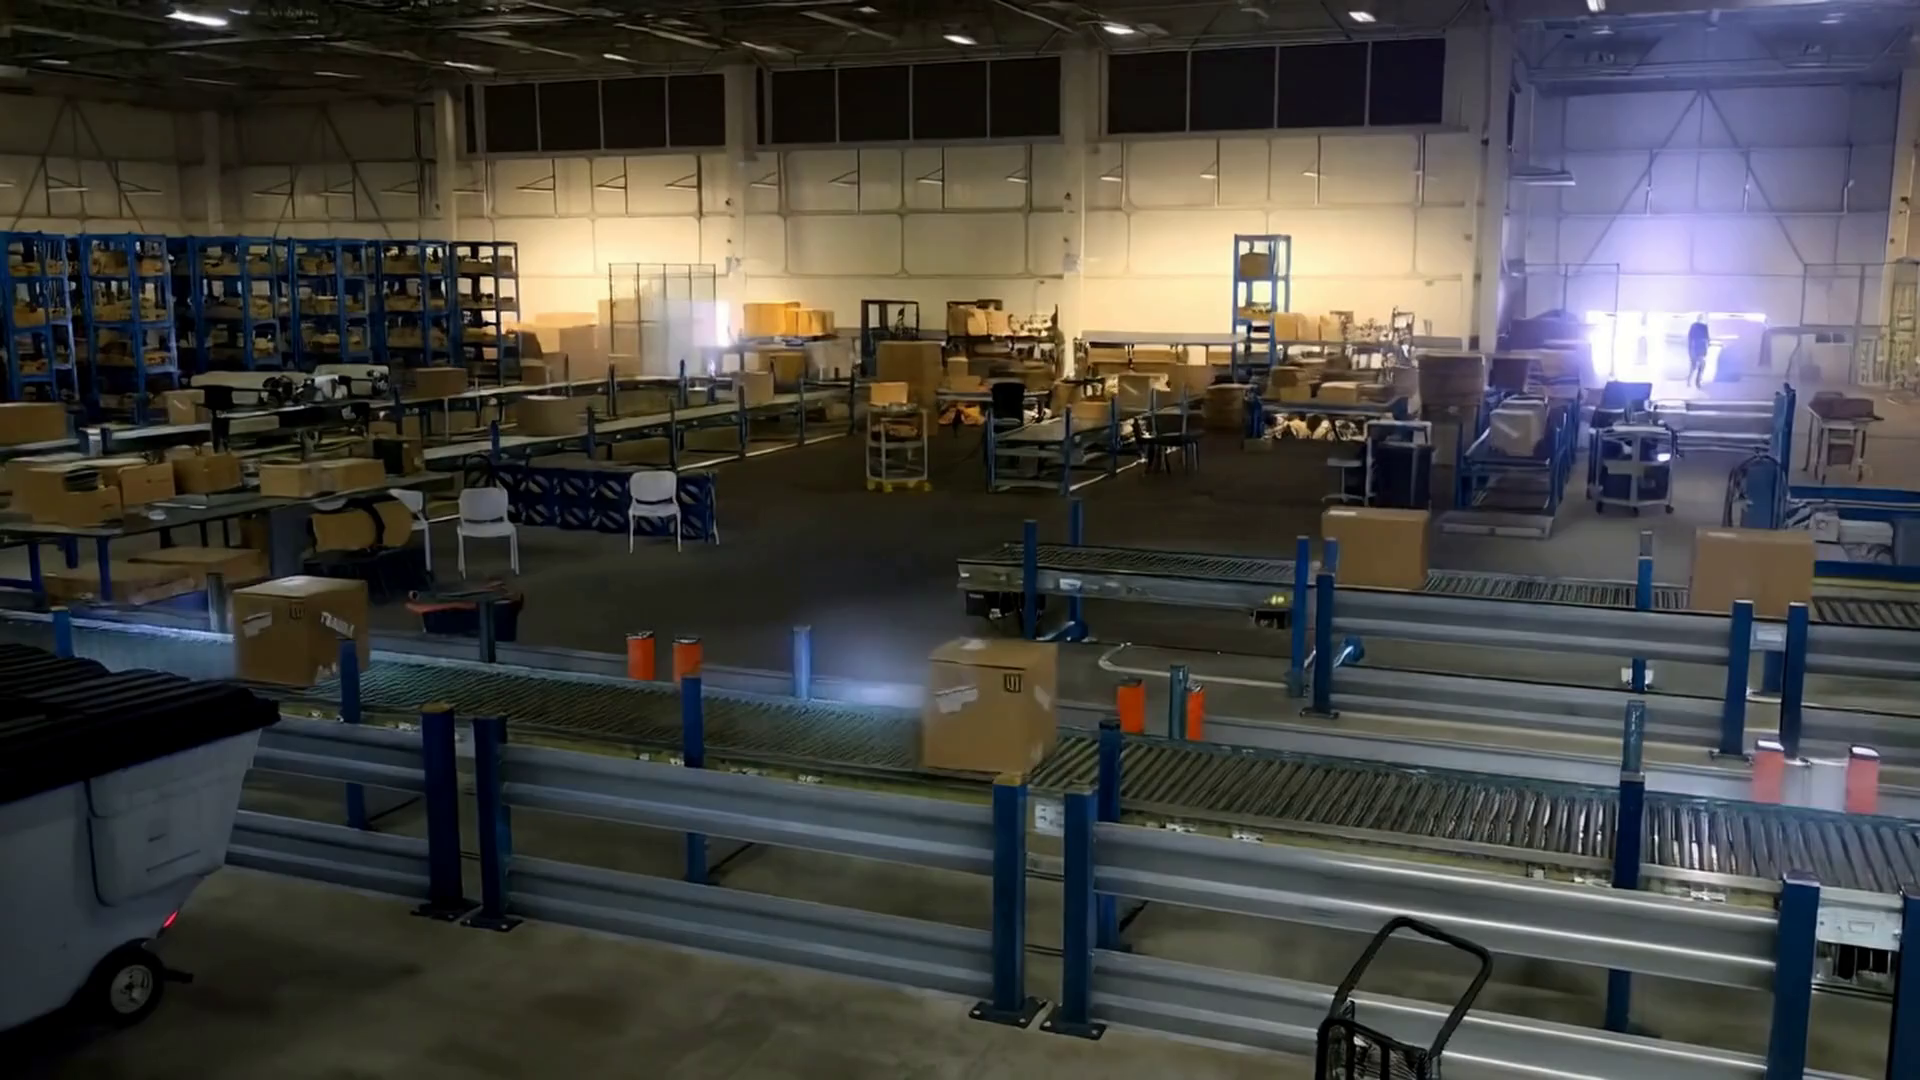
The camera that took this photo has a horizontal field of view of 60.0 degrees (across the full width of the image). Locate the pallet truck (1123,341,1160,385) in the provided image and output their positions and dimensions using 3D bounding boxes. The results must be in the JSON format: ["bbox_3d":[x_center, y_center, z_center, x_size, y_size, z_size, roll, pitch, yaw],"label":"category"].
[{"bbox_3d":[4.445,-4.380,41.279,0.680,1.201,1.601,4,10,22],"label":"pallet truck"}]

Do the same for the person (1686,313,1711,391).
[{"bbox_3d":[17.965,-4.567,40.409,0.458,1.892,0.663,-3,10,-16],"label":"person"}]

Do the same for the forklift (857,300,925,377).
[{"bbox_3d":[-1.732,-5.109,42.468,1.157,1.987,2.680,4,10,22],"label":"forklift"}]

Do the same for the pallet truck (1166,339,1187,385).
[{"bbox_3d":[5.418,-4.269,40.420,0.704,1.261,1.522,3,10,20],"label":"pallet truck"}]

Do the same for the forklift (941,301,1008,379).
[{"bbox_3d":[0.365,-4.966,41.571,1.157,1.987,2.680,3,10,20],"label":"forklift"}]

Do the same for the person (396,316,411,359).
[{"bbox_3d":[-15.653,-5.573,46.690,0.563,1.828,0.498,3,10,15],"label":"person"}]

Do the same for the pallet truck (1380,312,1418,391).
[{"bbox_3d":[10.207,-4.283,38.369,0.823,1.965,1.885,3,10,20],"label":"pallet truck"}]

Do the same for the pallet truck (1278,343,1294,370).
[{"bbox_3d":[7.886,-4.163,39.743,0.653,1.274,1.630,4,10,22],"label":"pallet truck"}]

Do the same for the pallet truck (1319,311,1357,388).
[{"bbox_3d":[9.071,-4.419,39.190,0.823,1.965,1.885,5,10,26],"label":"pallet truck"}]
